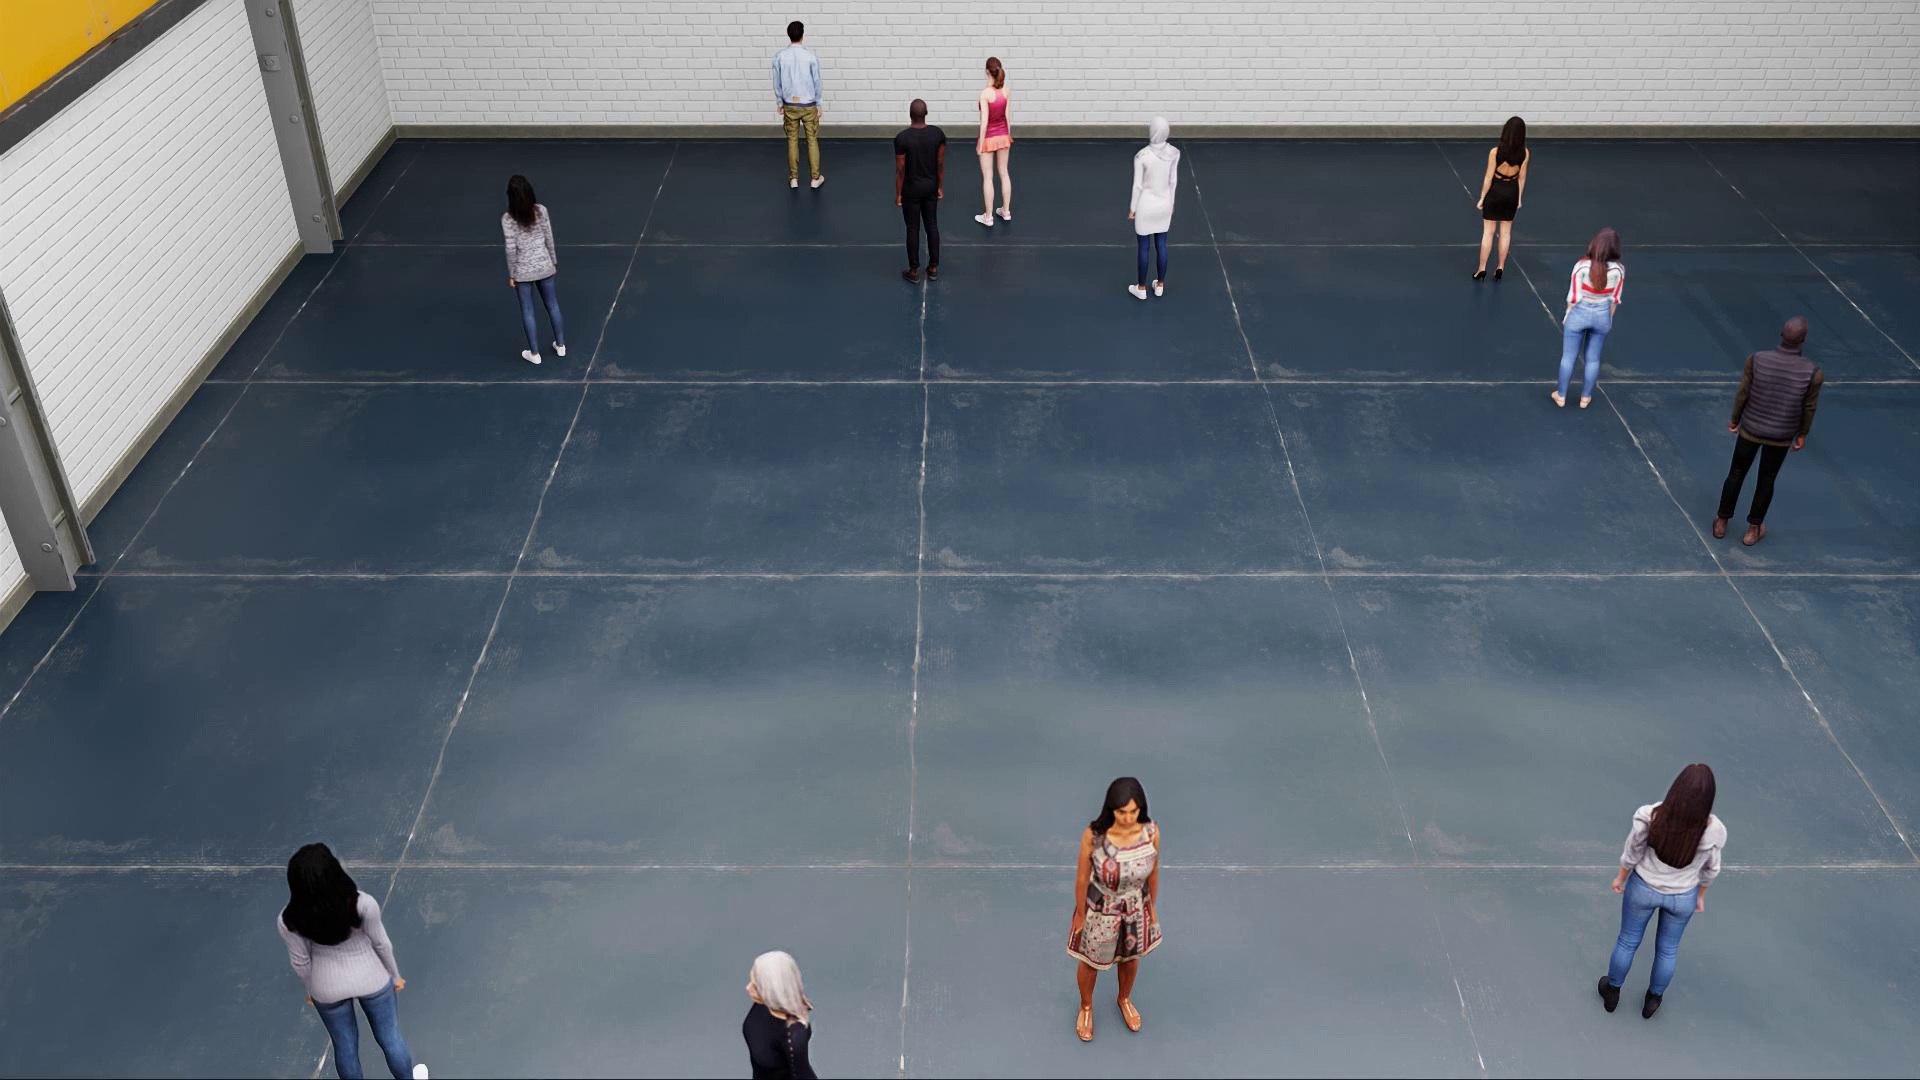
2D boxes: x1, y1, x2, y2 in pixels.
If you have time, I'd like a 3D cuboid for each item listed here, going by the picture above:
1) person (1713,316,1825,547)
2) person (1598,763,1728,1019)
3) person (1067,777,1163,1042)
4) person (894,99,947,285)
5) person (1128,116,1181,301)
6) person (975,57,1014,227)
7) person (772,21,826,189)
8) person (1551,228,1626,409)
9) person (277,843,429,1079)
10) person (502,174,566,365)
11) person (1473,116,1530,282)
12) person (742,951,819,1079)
[{"bbox_3d":[5.919,-0.805,12.208,0.778,1.836,0.775,19,38,26],"label":"person"},{"bbox_3d":[3.581,1.796,8.479,0.662,1.632,0.613,10,35,14],"label":"person"},{"bbox_3d":[0.789,1.840,8.401,0.691,1.645,0.598,-6,34,-9],"label":"person"},{"bbox_3d":[-0.385,-3.375,16.088,0.740,1.820,0.697,-12,36,-18],"label":"person"},{"bbox_3d":[1.839,-3.149,15.789,0.669,1.776,0.628,-10,35,-15],"label":"person"},{"bbox_3d":[0.350,-4.166,17.340,0.656,1.752,0.692,-21,39,-28],"label":"person"},{"bbox_3d":[-1.751,-4.750,18.165,0.687,1.810,0.570,2,34,3],"label":"person"},{"bbox_3d":[5.304,-1.872,14.014,0.623,1.614,0.573,6,34,9],"label":"person"},{"bbox_3d":[-2.899,2.116,7.905,0.658,1.735,0.603,-7,34,-11],"label":"person"},{"bbox_3d":[-3.783,-2.401,14.702,0.687,1.733,0.714,-22,40,-30],"label":"person"},{"bbox_3d":[5.244,-3.291,16.120,0.568,1.645,0.491,1,34,1],"label":"person"},{"bbox_3d":[-0.779,2.457,7.382,0.751,1.746,0.644,-15,36,-21],"label":"person"}]
